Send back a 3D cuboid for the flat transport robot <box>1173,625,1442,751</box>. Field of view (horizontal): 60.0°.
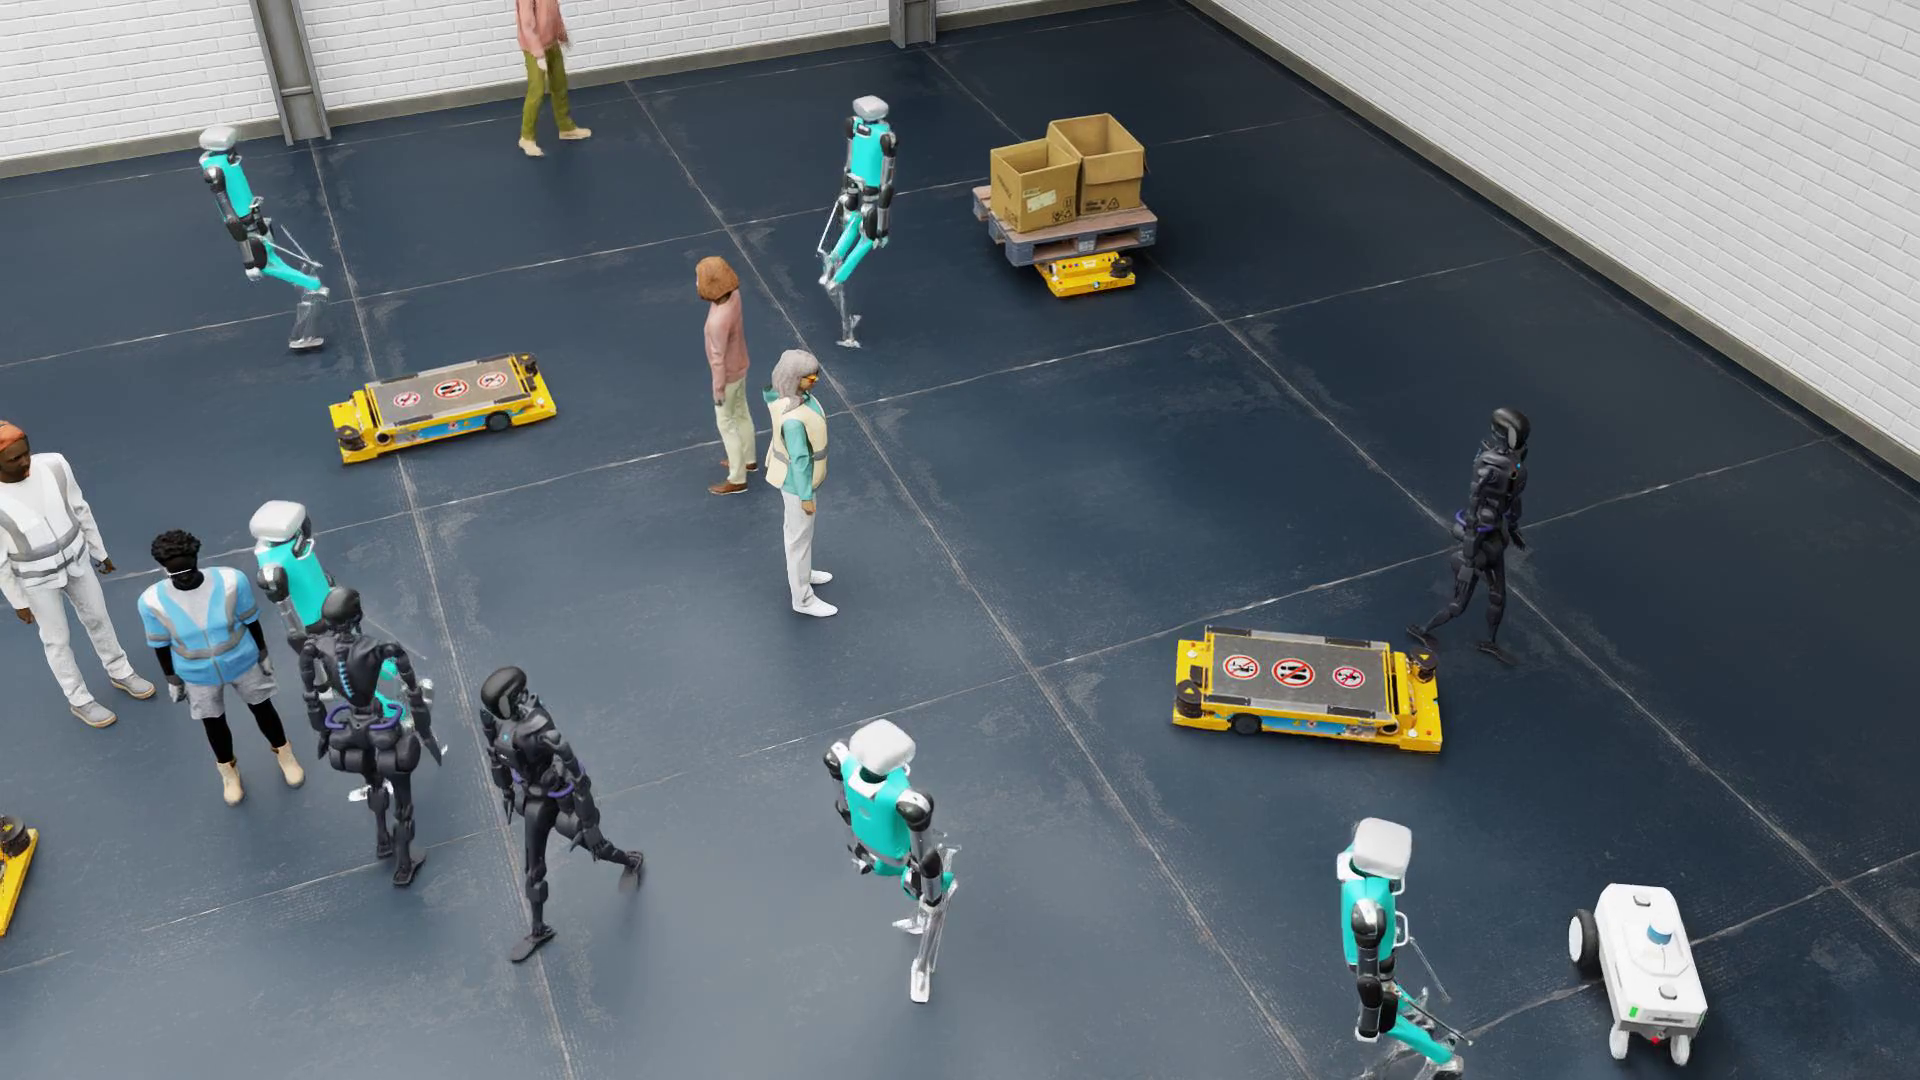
[{"bbox_3d":[1.916,0.817,9.210,1.431,0.231,0.659,5,38,7],"label":"flat transport robot"}]

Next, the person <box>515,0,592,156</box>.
[{"bbox_3d":[-3.702,-4.320,14.622,0.426,1.821,0.749,12,39,15],"label":"person"}]

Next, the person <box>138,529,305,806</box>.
[{"bbox_3d":[-3.693,0.630,8.286,0.529,1.690,0.318,-16,40,-20],"label":"person"}]

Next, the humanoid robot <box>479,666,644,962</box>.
[{"bbox_3d":[-1.848,1.185,7.624,0.617,1.628,0.806,19,41,23],"label":"humanoid robot"}]

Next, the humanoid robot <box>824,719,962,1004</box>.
[{"bbox_3d":[-0.158,1.329,7.341,0.586,1.778,0.869,27,45,30],"label":"humanoid robot"}]

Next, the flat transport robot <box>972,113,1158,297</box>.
[{"bbox_3d":[0.839,-2.407,13.406,0.659,0.231,1.431,-12,39,-15],"label":"flat transport robot"}]

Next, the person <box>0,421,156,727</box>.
[{"bbox_3d":[-4.749,0.169,8.735,0.353,1.880,0.574,19,42,23],"label":"person"}]

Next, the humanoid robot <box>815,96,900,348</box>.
[{"bbox_3d":[-0.838,-2.238,11.996,0.852,1.782,0.595,-26,45,-30],"label":"humanoid robot"}]

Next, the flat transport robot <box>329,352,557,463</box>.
[{"bbox_3d":[-3.575,-0.927,11.481,1.431,0.231,0.659,-15,40,-19],"label":"flat transport robot"}]

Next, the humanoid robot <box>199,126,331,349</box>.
[{"bbox_3d":[-4.805,-2.075,11.787,0.753,1.794,0.531,-6,38,-7],"label":"humanoid robot"}]

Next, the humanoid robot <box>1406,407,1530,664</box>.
[{"bbox_3d":[2.888,-0.006,9.138,0.600,1.643,0.594,29,46,32],"label":"humanoid robot"}]

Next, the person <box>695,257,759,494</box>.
[{"bbox_3d":[-1.479,-1.054,10.531,0.287,1.630,0.510,5,38,6],"label":"person"}]

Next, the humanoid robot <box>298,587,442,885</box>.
[{"bbox_3d":[-2.800,0.943,7.889,0.602,1.639,0.402,1,38,1],"label":"humanoid robot"}]

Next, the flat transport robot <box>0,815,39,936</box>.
[{"bbox_3d":[-5.316,1.716,8.040,1.431,0.231,0.659,-6,38,-8],"label":"flat transport robot"}]

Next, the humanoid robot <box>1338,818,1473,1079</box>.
[{"bbox_3d":[1.831,1.837,6.733,0.786,1.829,0.559,6,38,8],"label":"humanoid robot"}]

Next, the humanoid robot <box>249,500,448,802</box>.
[{"bbox_3d":[-2.947,0.581,8.357,0.792,1.830,0.533,-2,38,-3],"label":"humanoid robot"}]

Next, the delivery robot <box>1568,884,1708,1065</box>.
[{"bbox_3d":[3.102,1.923,7.525,0.499,0.582,0.773,4,38,5],"label":"delivery robot"}]

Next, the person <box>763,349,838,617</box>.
[{"bbox_3d":[-0.925,-0.334,9.523,0.368,1.713,0.466,-4,38,-5],"label":"person"}]
